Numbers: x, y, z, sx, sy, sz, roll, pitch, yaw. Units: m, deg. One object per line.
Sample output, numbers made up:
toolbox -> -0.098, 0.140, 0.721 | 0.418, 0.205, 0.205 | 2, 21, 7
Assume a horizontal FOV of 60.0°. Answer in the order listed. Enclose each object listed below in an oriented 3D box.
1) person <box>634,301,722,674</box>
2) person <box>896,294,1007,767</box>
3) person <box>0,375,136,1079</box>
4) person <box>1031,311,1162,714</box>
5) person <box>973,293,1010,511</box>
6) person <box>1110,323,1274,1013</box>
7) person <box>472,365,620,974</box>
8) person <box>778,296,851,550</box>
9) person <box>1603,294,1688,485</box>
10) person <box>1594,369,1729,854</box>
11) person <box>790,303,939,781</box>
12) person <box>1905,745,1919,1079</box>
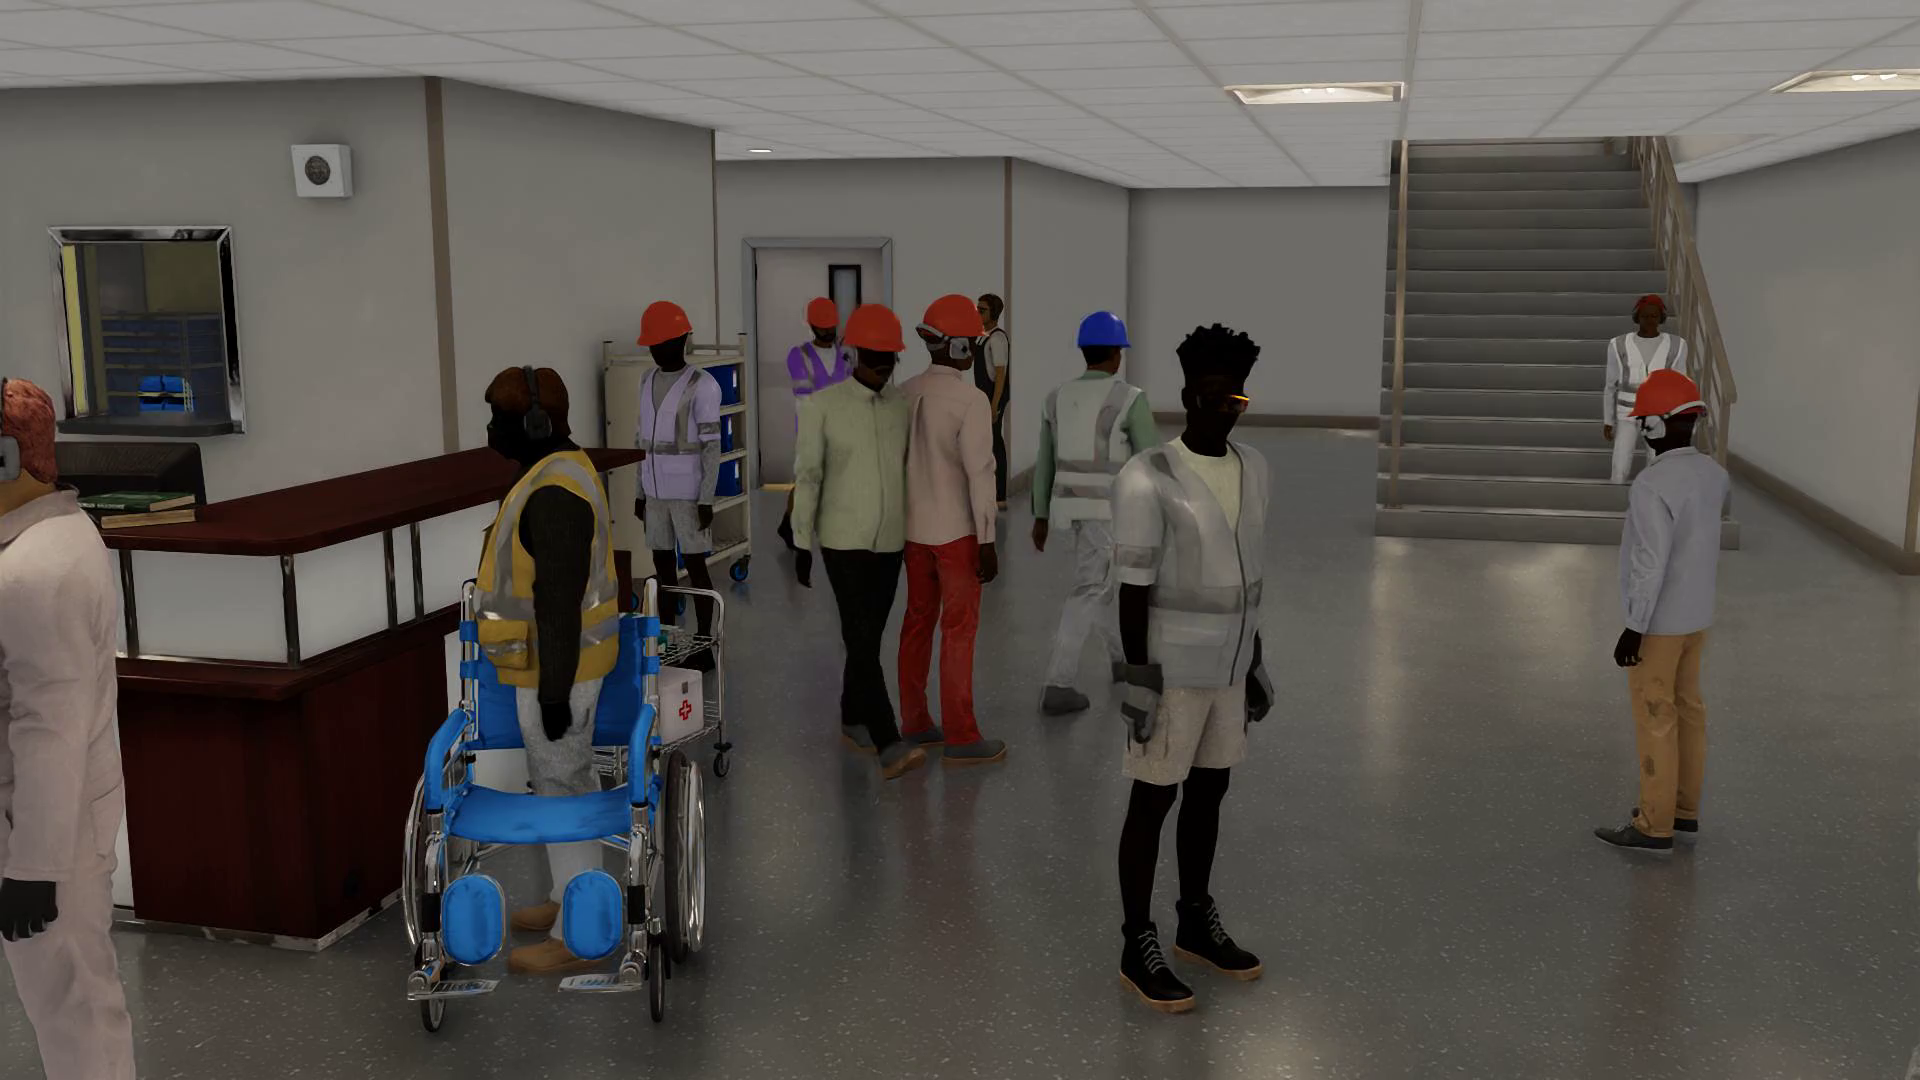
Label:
person -> -1.478, -0.256, 8.547 | 0.543, 1.929, 0.372 | 7, 12, 34
person -> -0.051, -0.042, 7.090 | 0.396, 1.992, 0.623 | -8, 13, -41
person -> -1.998, 0.600, 3.573 | 0.410, 1.909, 0.643 | -5, 11, -29
person -> 0.683, -0.150, 8.041 | 1.029, 1.886, 0.610 | -9, 13, -43
person -> 0.248, -1.167, 14.149 | 0.338, 1.845, 0.514 | -2, 10, -10
person -> 0.688, 0.356, 4.838 | 0.608, 1.963, 0.372 | -8, 13, -40
person -> -1.252, 0.386, 5.071 | 0.429, 1.836, 0.632 | -2, 10, -13
person -> -1.020, -0.804, 11.945 | 0.535, 1.891, 0.976 | -6, 12, -33
person -> 5.197, -0.926, 12.664 | 0.575, 1.876, 0.356 | 3, 10, 20
person -> 2.542, 0.256, 6.055 | 0.568, 1.748, 0.340 | -9, 13, -42
person -> -0.303, 0.013, 6.894 | 0.636, 1.945, 1.002 | -7, 12, -36
person -> 2.048, 0.706, 3.163 | 0.403, 1.834, 0.589 | 1, 10, 5
